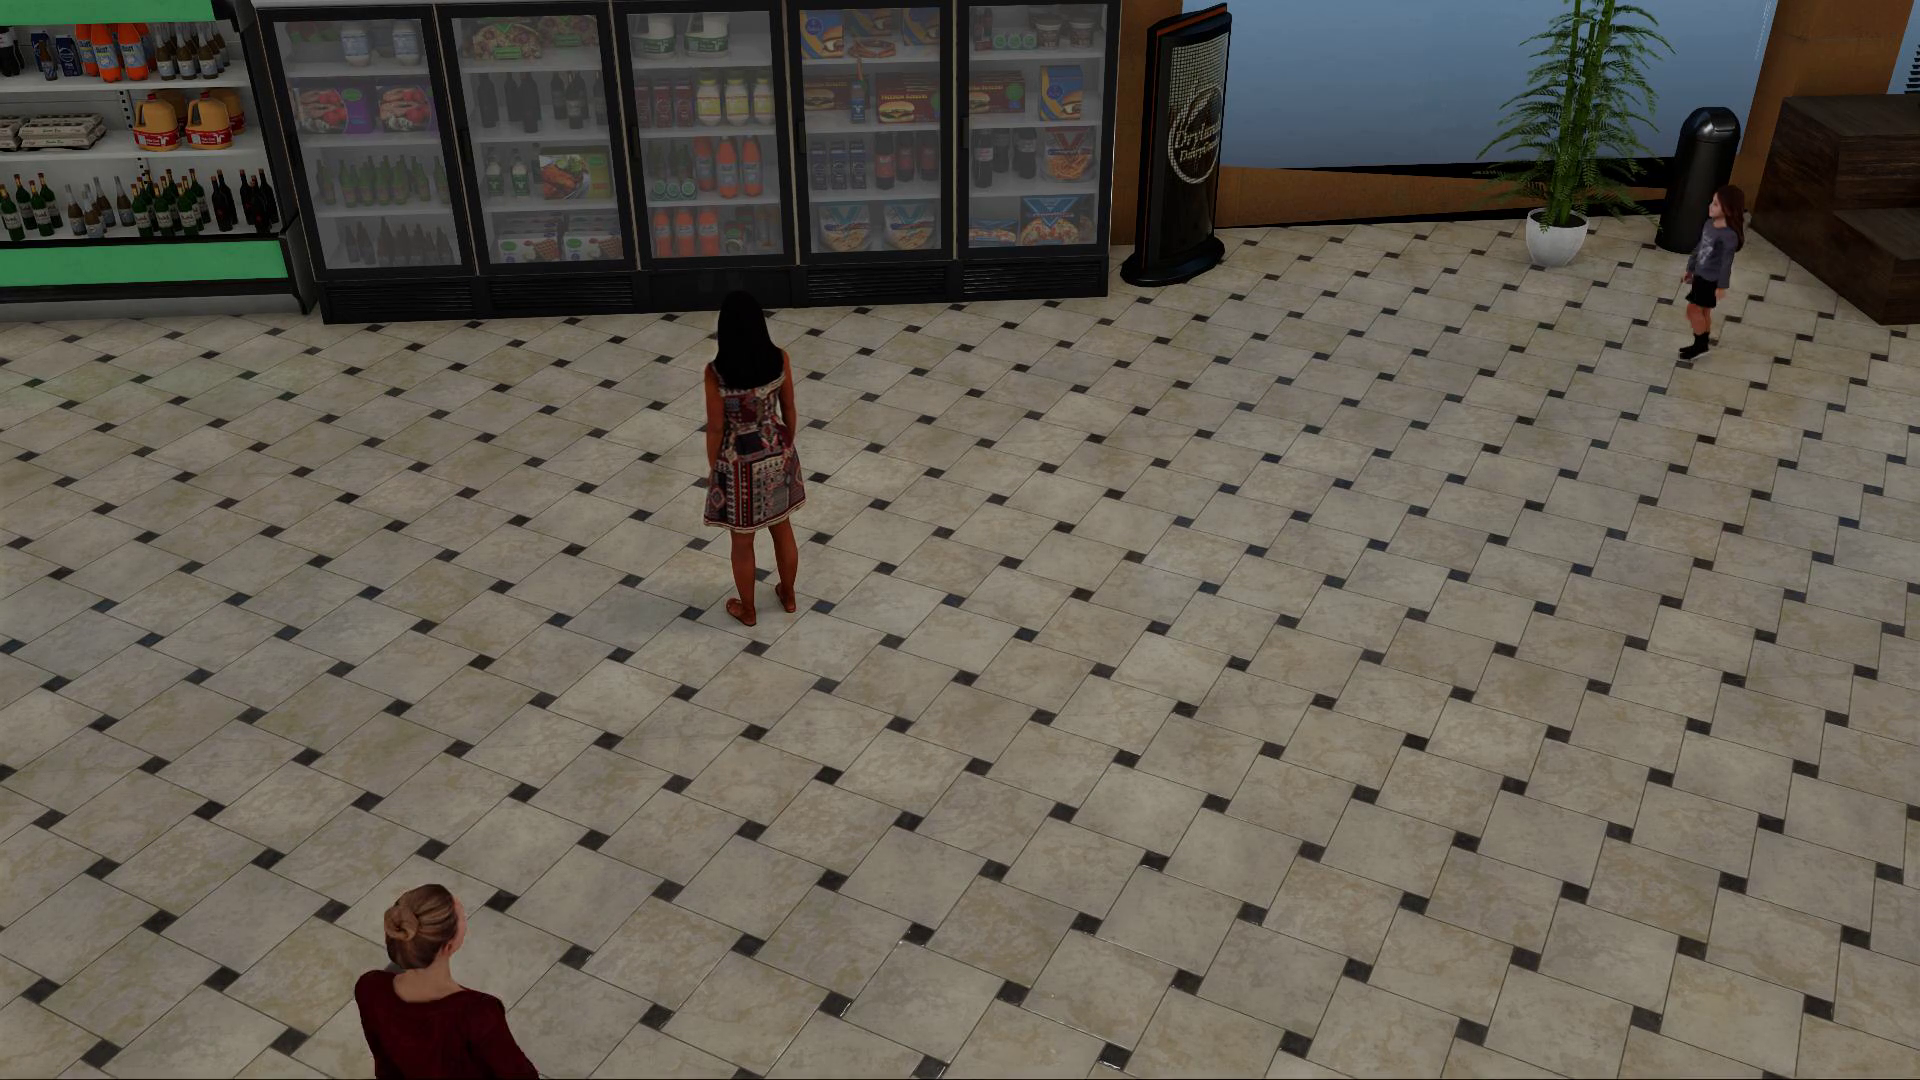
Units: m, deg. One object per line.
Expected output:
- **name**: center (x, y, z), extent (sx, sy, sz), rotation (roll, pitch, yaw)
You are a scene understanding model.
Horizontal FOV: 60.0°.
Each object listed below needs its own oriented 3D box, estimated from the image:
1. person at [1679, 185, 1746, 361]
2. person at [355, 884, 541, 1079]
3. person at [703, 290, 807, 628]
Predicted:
- **person**: center (4.575, -1.603, 10.020), extent (0.487, 1.098, 0.494), rotation (0, 32, 0)
- **person**: center (-1.323, 1.598, 4.323), extent (0.985, 1.679, 0.924), rotation (11, 34, 17)
- **person**: center (-0.932, -0.359, 7.501), extent (0.629, 1.645, 0.783), rotation (-17, 36, -25)
